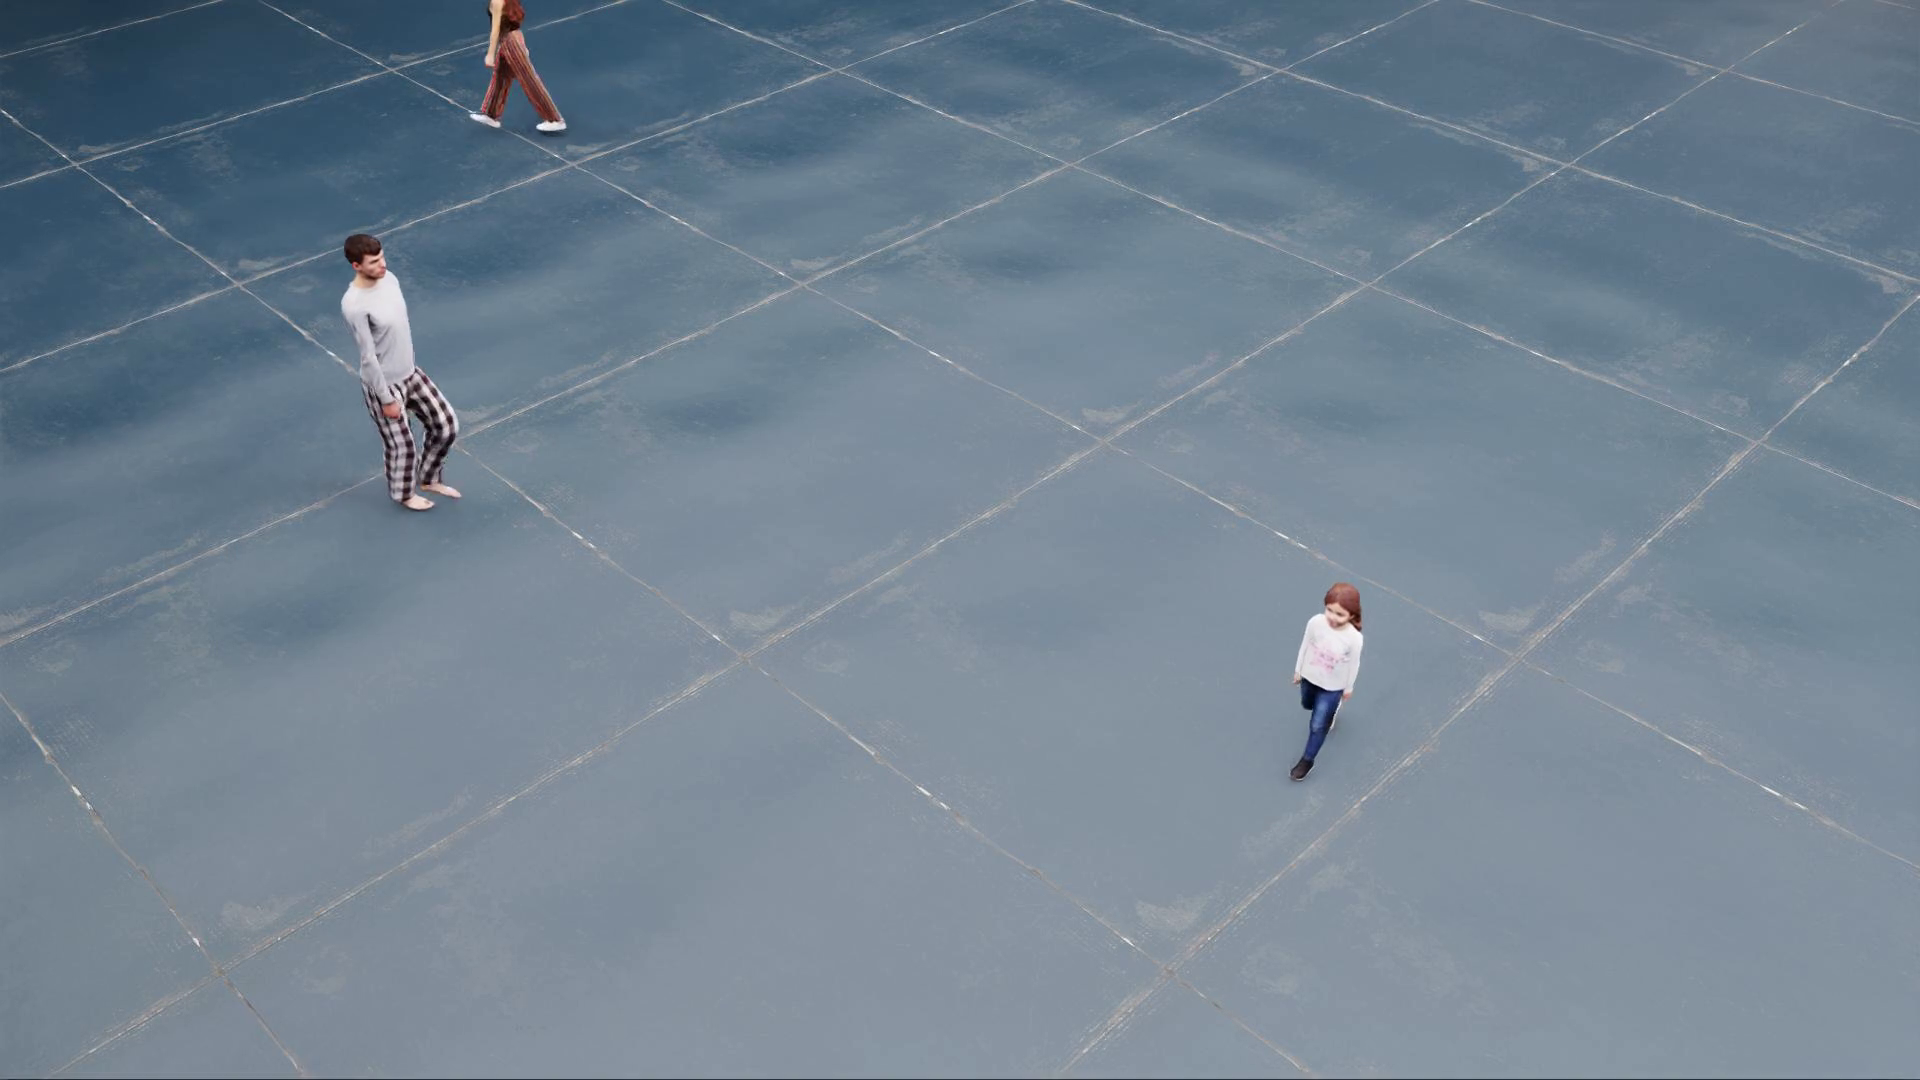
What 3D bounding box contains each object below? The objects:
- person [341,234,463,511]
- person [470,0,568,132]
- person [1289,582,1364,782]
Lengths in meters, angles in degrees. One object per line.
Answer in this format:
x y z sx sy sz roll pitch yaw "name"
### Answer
-3.395 -0.965 9.720 0.856 1.833 0.788 11 39 14 "person"
-3.750 -4.195 14.229 1.084 1.519 1.014 -1 37 -2 "person"
1.821 0.643 8.214 0.475 1.097 0.771 27 45 30 "person"
